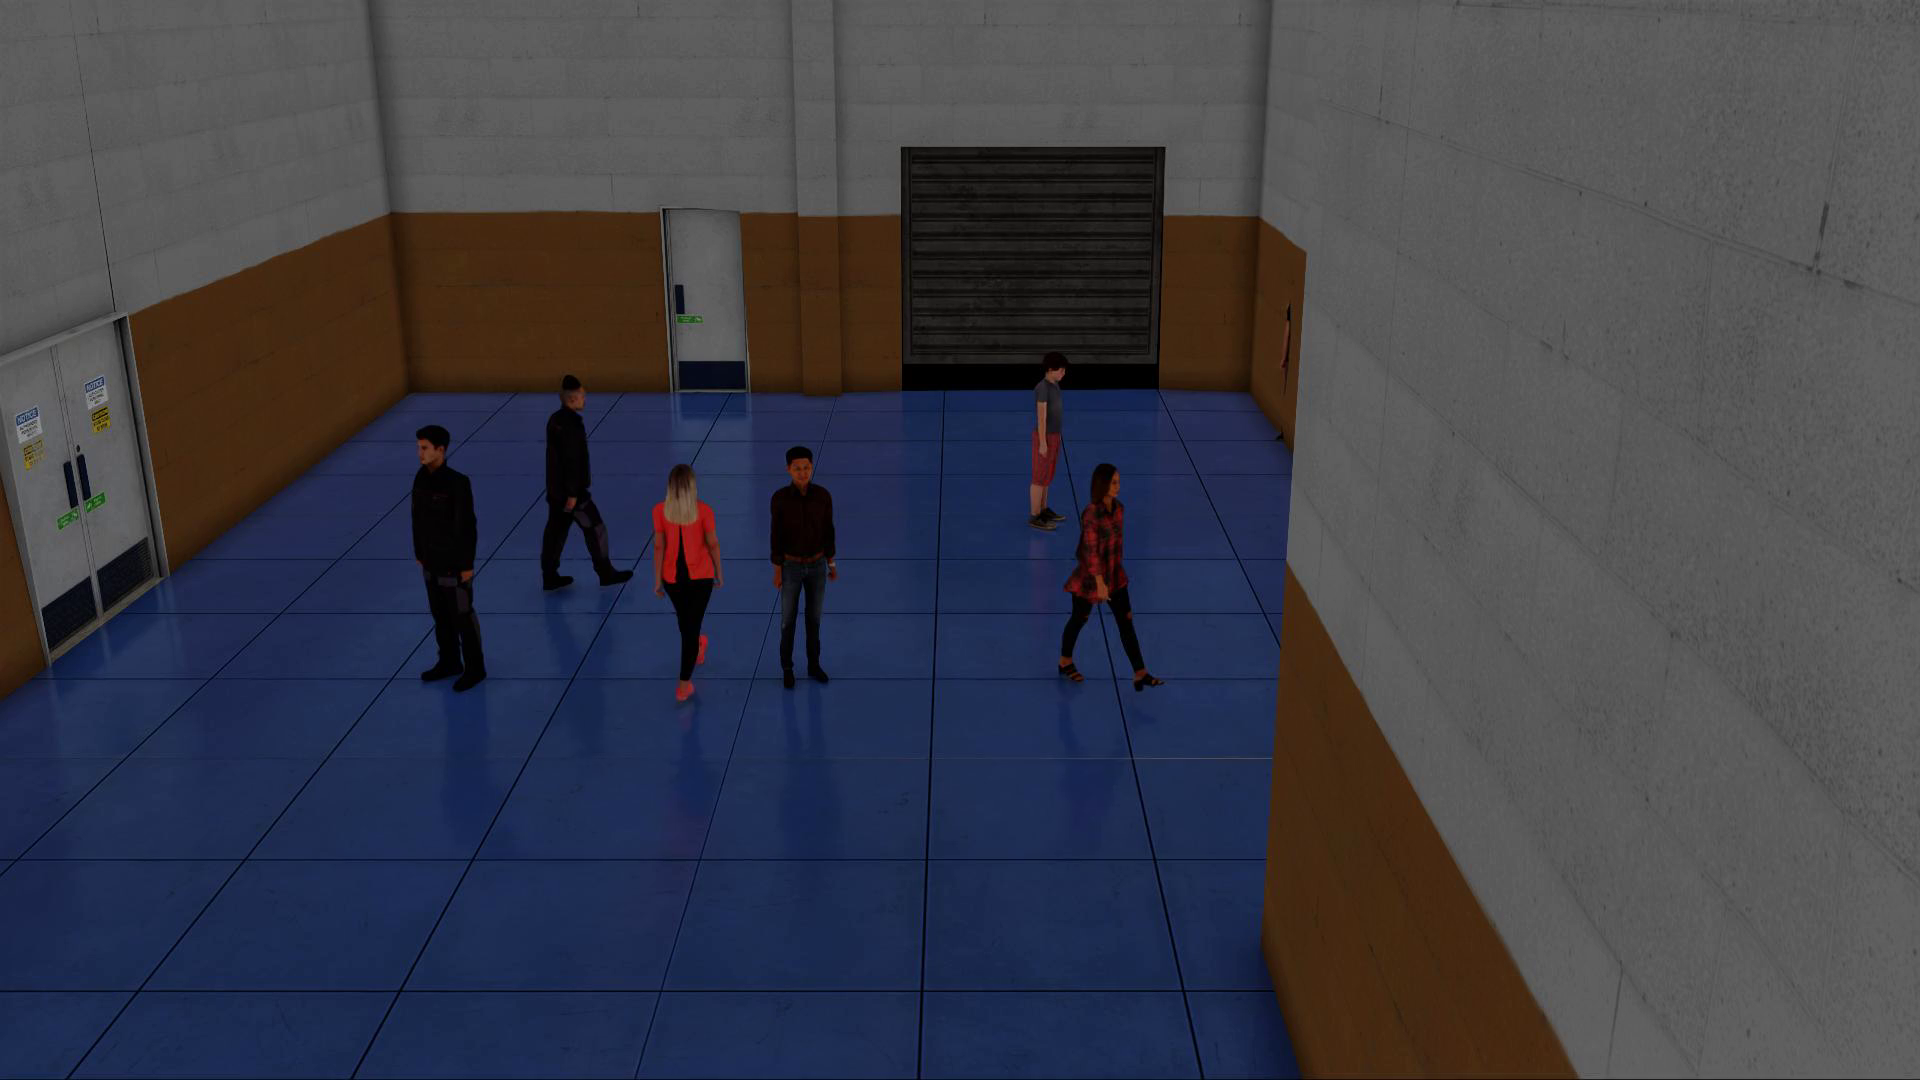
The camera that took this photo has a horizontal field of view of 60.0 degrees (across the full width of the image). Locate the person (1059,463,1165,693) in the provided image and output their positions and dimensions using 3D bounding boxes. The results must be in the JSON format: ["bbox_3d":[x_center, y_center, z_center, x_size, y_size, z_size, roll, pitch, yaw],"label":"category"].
[{"bbox_3d":[0.918,0.284,11.858,1.136,1.653,1.068,17,25,41],"label":"person"}]

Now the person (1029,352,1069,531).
[{"bbox_3d":[0.806,-0.949,15.499,0.648,1.649,0.668,7,20,19],"label":"person"}]

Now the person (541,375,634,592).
[{"bbox_3d":[-3.302,-0.436,13.678,1.136,1.830,1.031,-12,22,-32],"label":"person"}]

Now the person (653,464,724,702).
[{"bbox_3d":[-1.944,0.332,11.737,1.102,1.639,0.760,2,19,7],"label":"person"}]

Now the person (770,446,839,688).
[{"bbox_3d":[-1.138,0.178,11.972,0.597,1.781,0.767,-7,20,-21],"label":"person"}]

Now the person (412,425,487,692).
[{"bbox_3d":[-3.674,0.104,11.933,0.744,1.945,0.848,13,22,33],"label":"person"}]
